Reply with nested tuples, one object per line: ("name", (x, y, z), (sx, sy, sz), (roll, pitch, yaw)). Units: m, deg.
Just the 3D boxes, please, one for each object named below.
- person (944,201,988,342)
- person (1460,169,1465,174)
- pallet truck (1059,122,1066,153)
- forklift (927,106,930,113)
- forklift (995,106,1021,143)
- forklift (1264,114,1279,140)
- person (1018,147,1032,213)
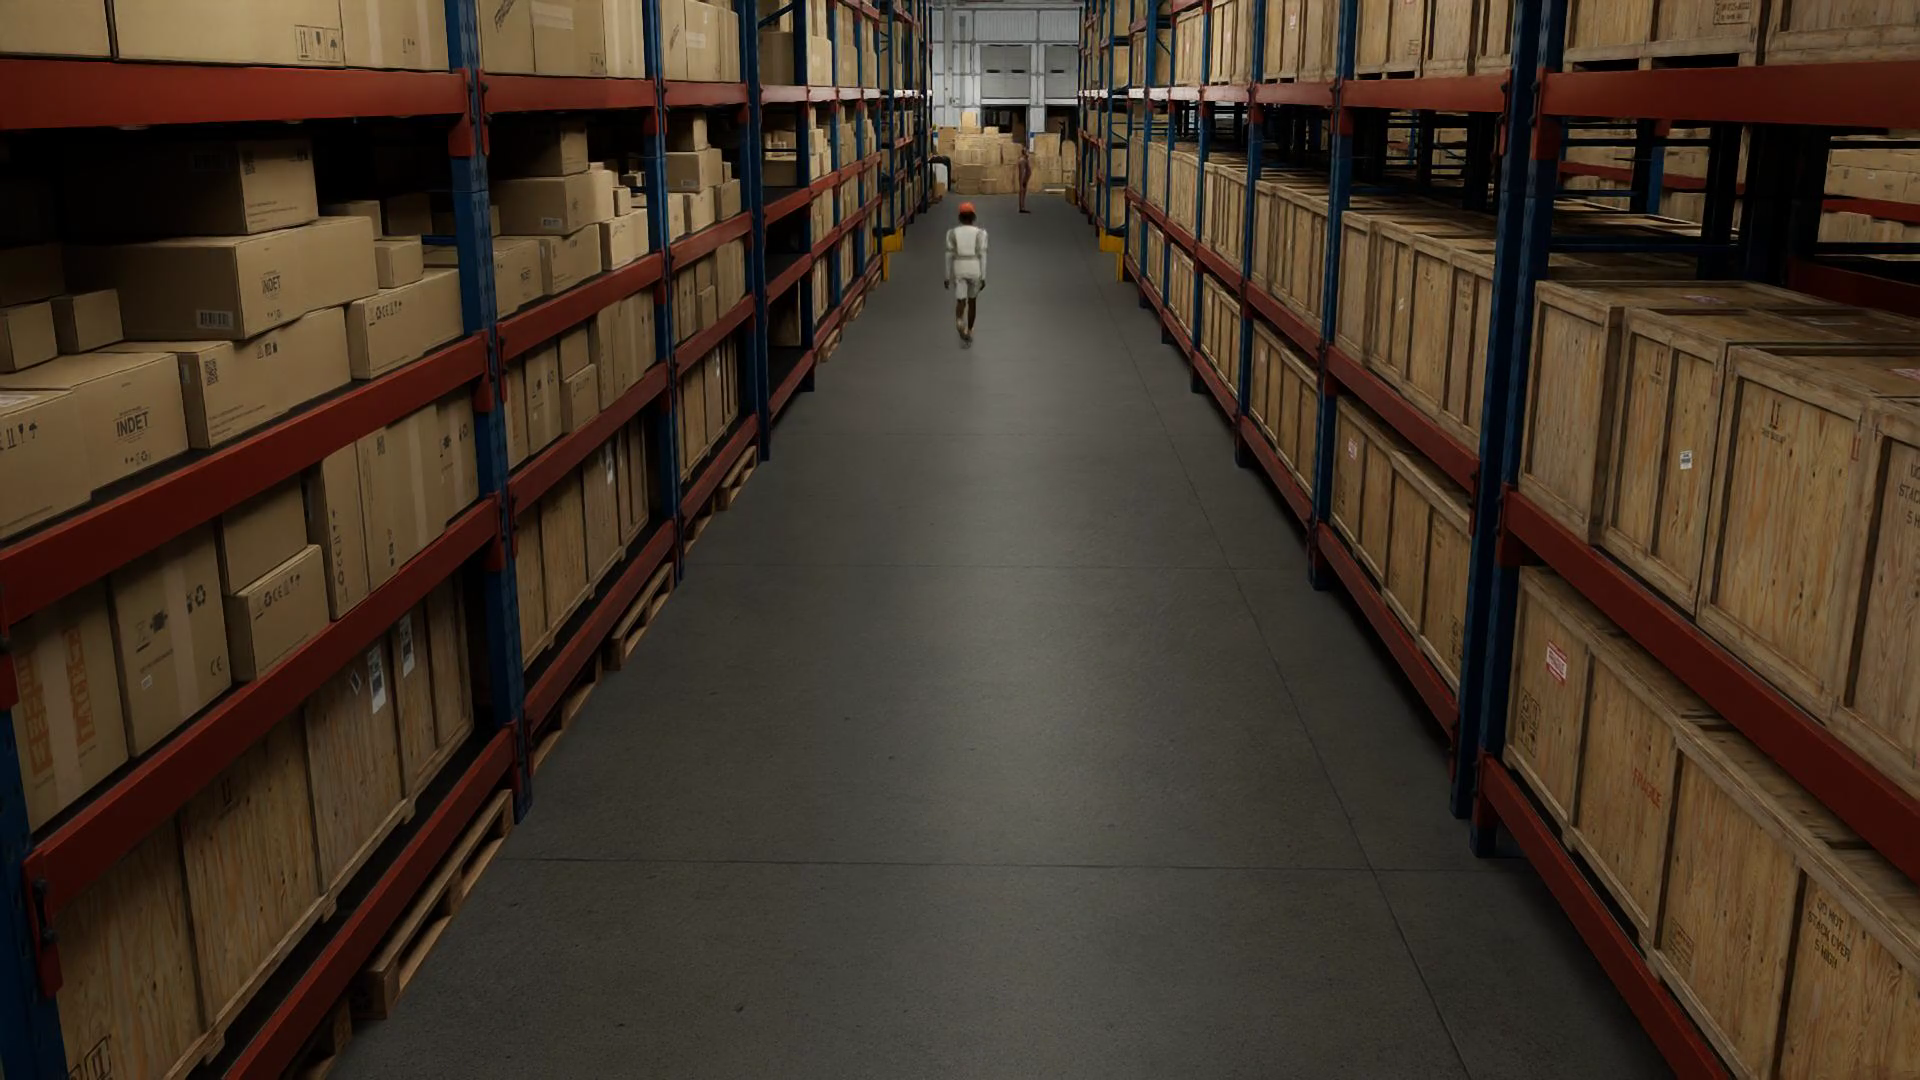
("person", (0.083, -3.766, 23.494), (0.617, 2.005, 0.772), (1, 15, 4))
("person", (10.623, -6.925, 35.388), (0.398, 1.917, 0.590), (1, 15, 3))
("pallet truck", (5.788, -21.111, 88.014), (1.885, 1.965, 0.823), (5, 16, 18))
("forklift", (-2.001, -20.667, 84.687), (1.129, 2.768, 1.873), (0, 15, 2))
("forklift", (2.214, -20.329, 83.428), (1.129, 2.768, 1.873), (-7, 17, -24))
("forklift", (11.031, -14.037, 60.017), (1.129, 2.768, 1.873), (0, 15, 2))
("person", (1.927, -10.676, 49.358), (0.399, 1.910, 0.643), (1, 15, 3))
